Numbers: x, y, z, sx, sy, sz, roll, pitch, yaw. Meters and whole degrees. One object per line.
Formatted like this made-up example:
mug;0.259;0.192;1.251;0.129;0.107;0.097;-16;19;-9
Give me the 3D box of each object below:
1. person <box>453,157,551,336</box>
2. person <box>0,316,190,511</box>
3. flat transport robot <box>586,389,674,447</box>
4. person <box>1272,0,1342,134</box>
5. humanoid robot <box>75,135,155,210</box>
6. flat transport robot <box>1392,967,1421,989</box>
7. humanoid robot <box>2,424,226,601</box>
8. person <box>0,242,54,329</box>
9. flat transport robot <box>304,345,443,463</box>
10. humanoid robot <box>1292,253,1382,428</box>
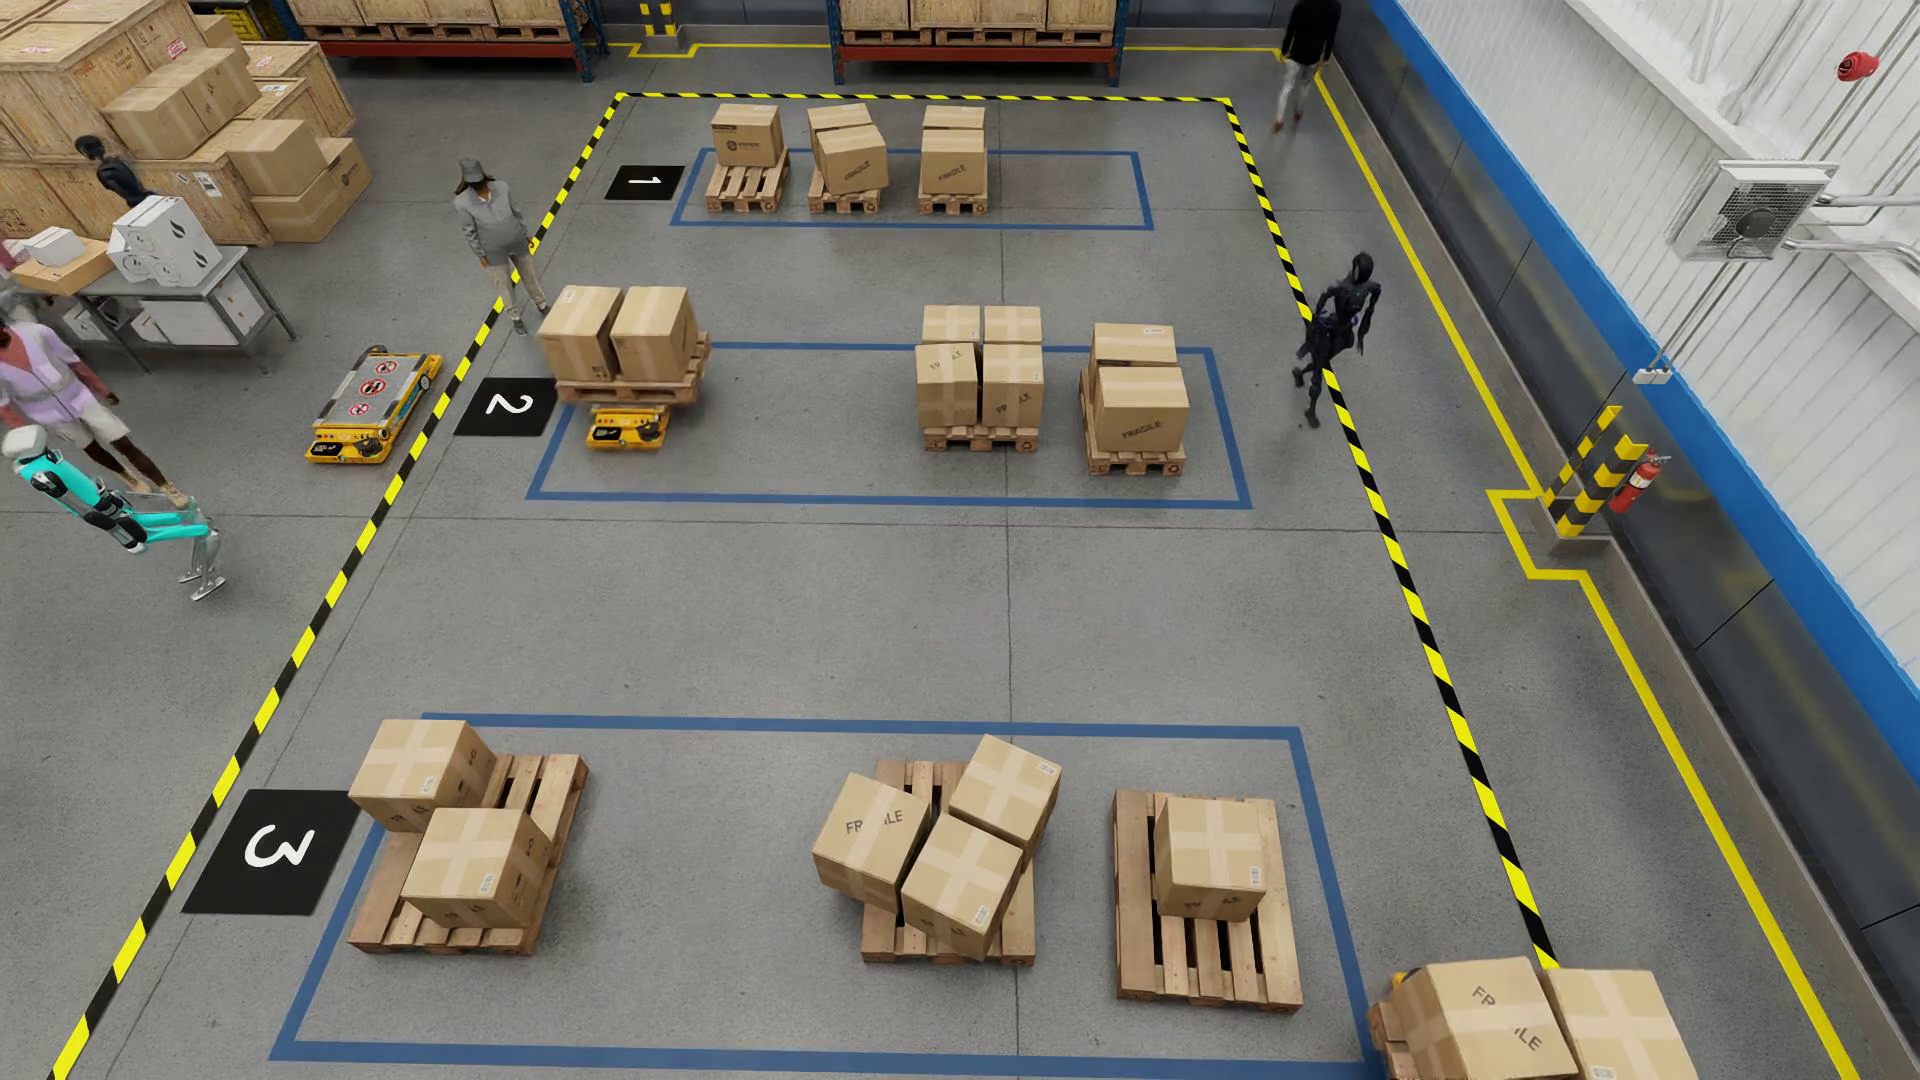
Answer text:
person;-4.372;-2.819;8.768;0.394;1.767;0.573;37;59;27
person;-6.818;-0.942;7.031;0.992;1.998;0.637;30;56;23
flat transport robot;-2.978;-1.429;8.558;0.652;0.197;1.431;1;50;1
person;4.349;-6.133;11.543;0.615;1.846;0.669;5;50;4
humanoid robot;-8.182;-3.266;9.238;0.704;1.627;0.616;-22;53;-18
flat transport robot;2.816;3.025;4.789;0.652;0.197;1.431;1;50;1
humanoid robot;-5.804;-0.237;6.520;0.735;1.673;0.533;-36;59;-26
person;-8.521;-2.053;8.110;0.633;1.779;0.870;-17;52;-14
flat transport robot;-5.383;-1.269;8.441;0.659;0.231;1.431;1;50;1
humanoid robot;3.259;-1.826;8.031;0.589;1.638;0.781;-7;50;-6
